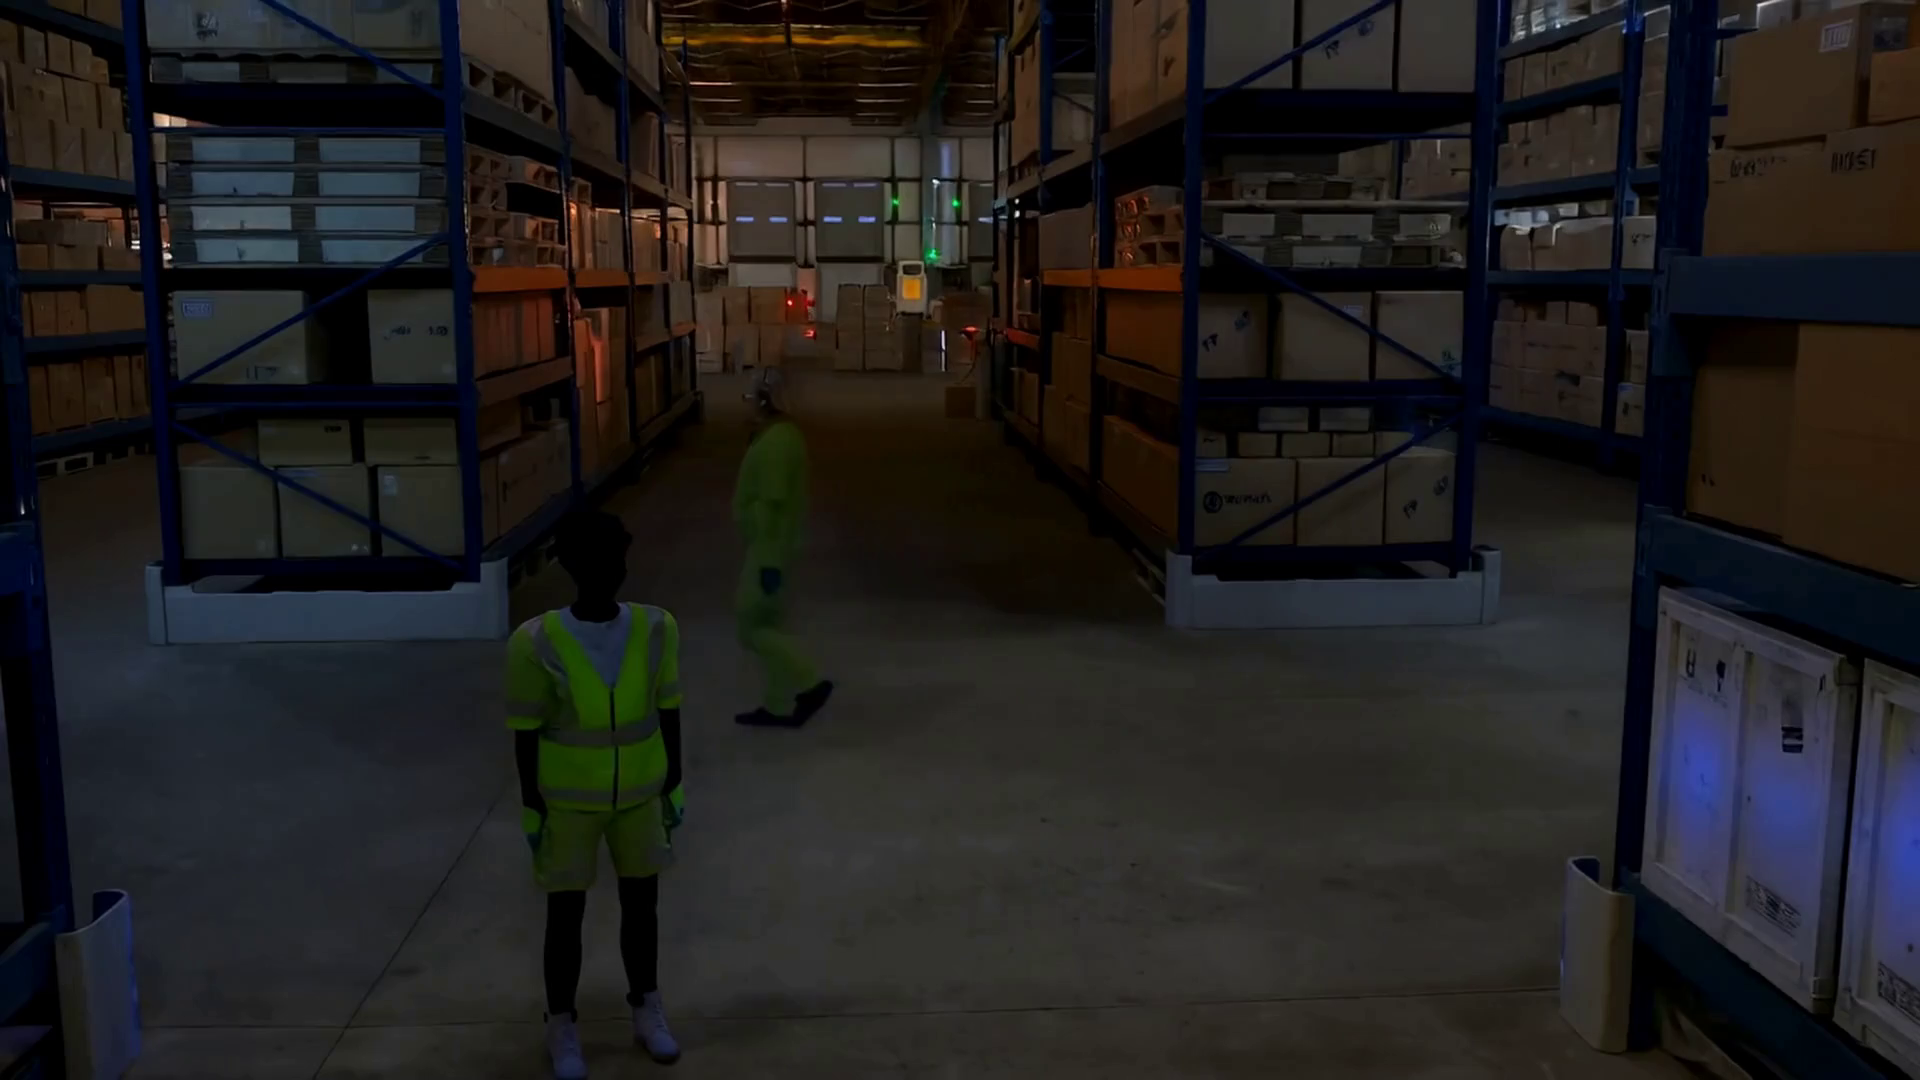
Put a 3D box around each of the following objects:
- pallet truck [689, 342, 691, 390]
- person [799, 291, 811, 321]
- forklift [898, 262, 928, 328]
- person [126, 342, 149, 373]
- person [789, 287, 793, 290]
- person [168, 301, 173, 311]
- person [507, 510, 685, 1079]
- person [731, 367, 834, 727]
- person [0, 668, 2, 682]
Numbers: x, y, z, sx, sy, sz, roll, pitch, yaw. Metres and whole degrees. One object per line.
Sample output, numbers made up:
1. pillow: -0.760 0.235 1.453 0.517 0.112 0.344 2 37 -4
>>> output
1. pallet truck: -5.225 -3.008 27.480 1.885 1.965 0.823 2 9 14
2. person: -5.164 -7.142 53.923 0.939 1.838 0.601 -6 11 -33
3. forklift: -1.643 -8.231 57.511 1.129 2.768 1.873 -1 9 -4
4. person: -17.720 -4.327 35.857 0.603 1.966 0.368 1 9 5
5. person: -5.954 -7.929 58.568 0.551 1.935 0.375 -4 10 -25
6. person: -23.375 -6.533 49.886 0.600 1.905 0.617 -1 9 -5
7. person: -1.055 0.744 4.887 0.529 1.690 0.318 -5 10 -29
8. person: -0.952 0.057 8.567 0.467 1.889 0.668 1 9 4
9. person: -5.792 -0.052 9.443 0.579 1.830 0.640 -2 9 -13
